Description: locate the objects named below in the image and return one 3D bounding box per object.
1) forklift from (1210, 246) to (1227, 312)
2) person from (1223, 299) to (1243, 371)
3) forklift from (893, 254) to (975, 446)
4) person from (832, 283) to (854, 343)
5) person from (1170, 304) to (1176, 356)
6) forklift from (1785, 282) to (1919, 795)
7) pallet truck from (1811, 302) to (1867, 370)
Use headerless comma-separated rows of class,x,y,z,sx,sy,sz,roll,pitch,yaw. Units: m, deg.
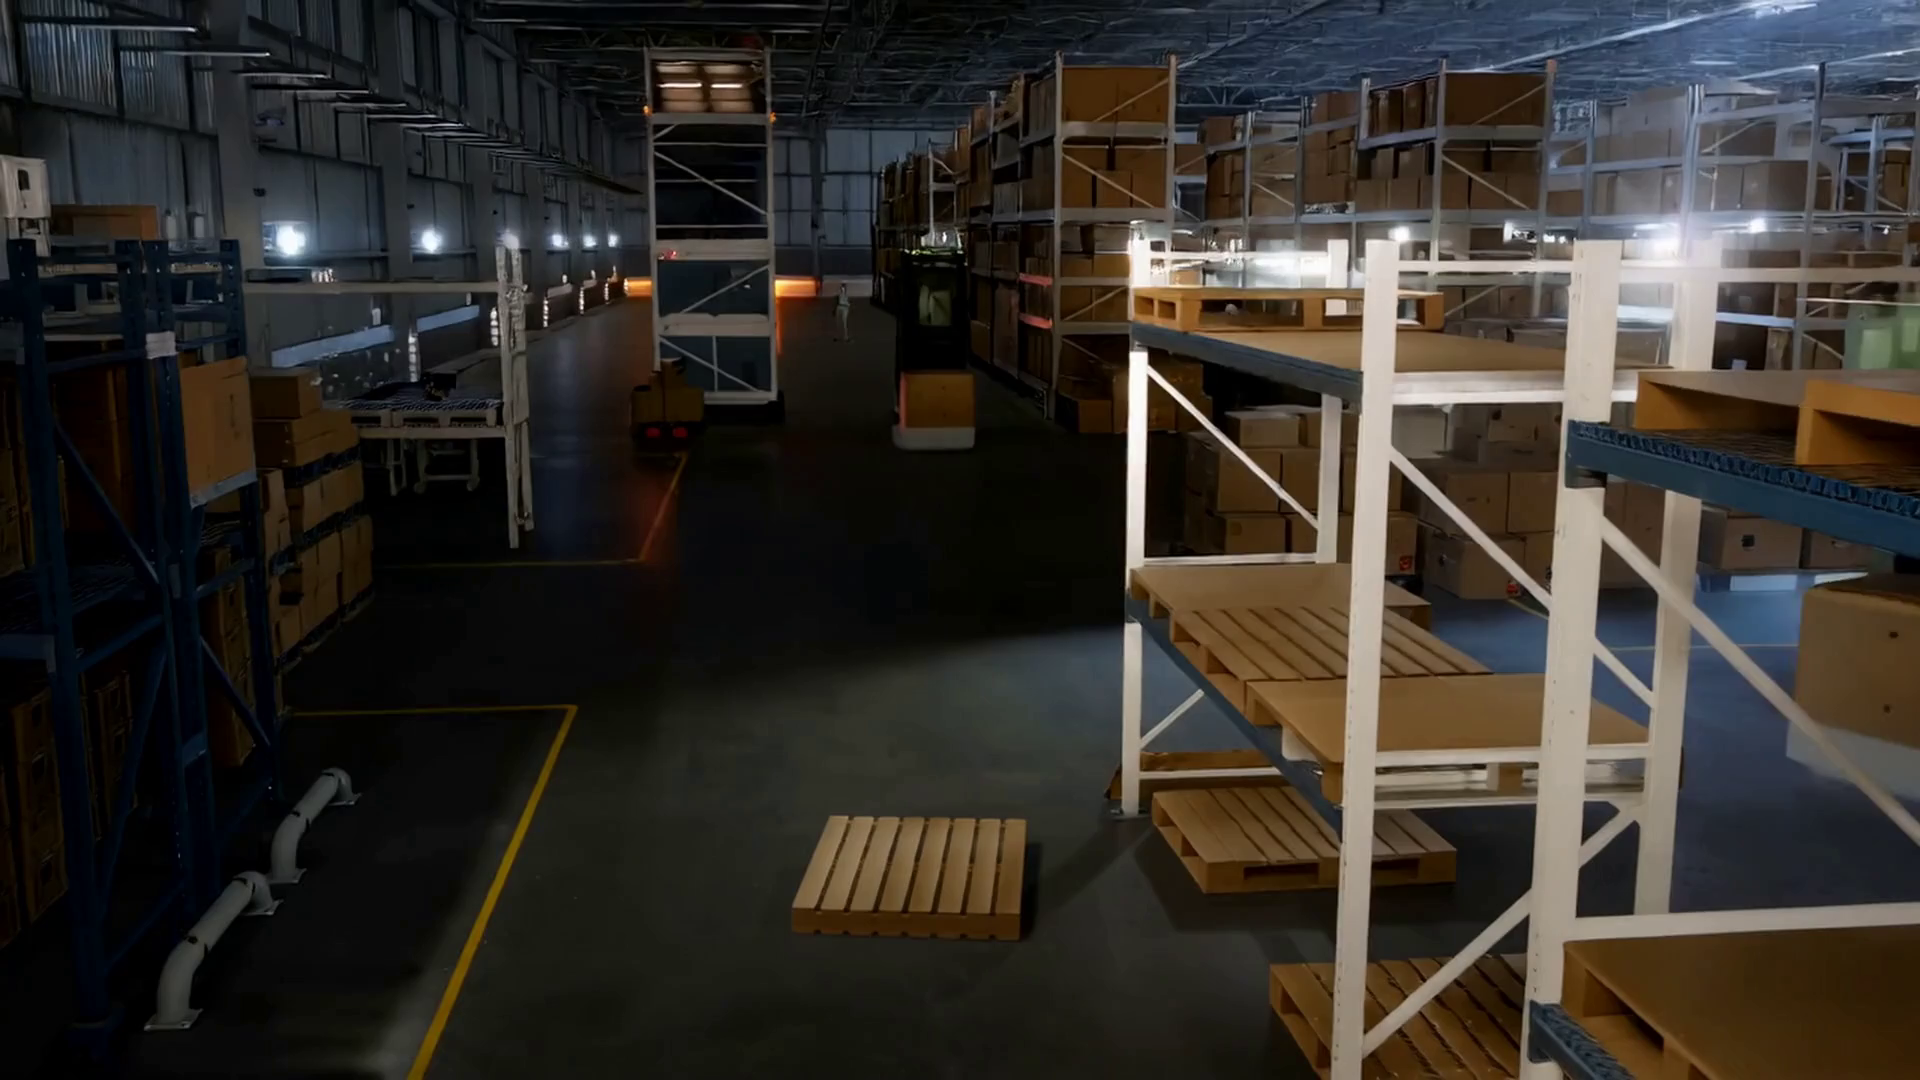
forklift,9.221,-8.969,58.632,1.129,2.768,1.873,-1,10,-6
person,6.436,-4.859,38.774,0.642,1.827,0.454,-1,10,-3
forklift,-0.396,-2.885,24.918,1.129,2.768,1.873,-1,10,-6
person,-3.494,-6.752,49.413,0.991,1.785,0.551,9,14,41
person,5.529,-5.620,43.555,0.534,1.622,0.611,1,10,3
forklift,5.788,-0.084,9.400,1.873,2.768,1.129,-6,12,-31
pallet truck,15.846,-3.142,28.793,1.885,1.965,0.823,2,10,12
